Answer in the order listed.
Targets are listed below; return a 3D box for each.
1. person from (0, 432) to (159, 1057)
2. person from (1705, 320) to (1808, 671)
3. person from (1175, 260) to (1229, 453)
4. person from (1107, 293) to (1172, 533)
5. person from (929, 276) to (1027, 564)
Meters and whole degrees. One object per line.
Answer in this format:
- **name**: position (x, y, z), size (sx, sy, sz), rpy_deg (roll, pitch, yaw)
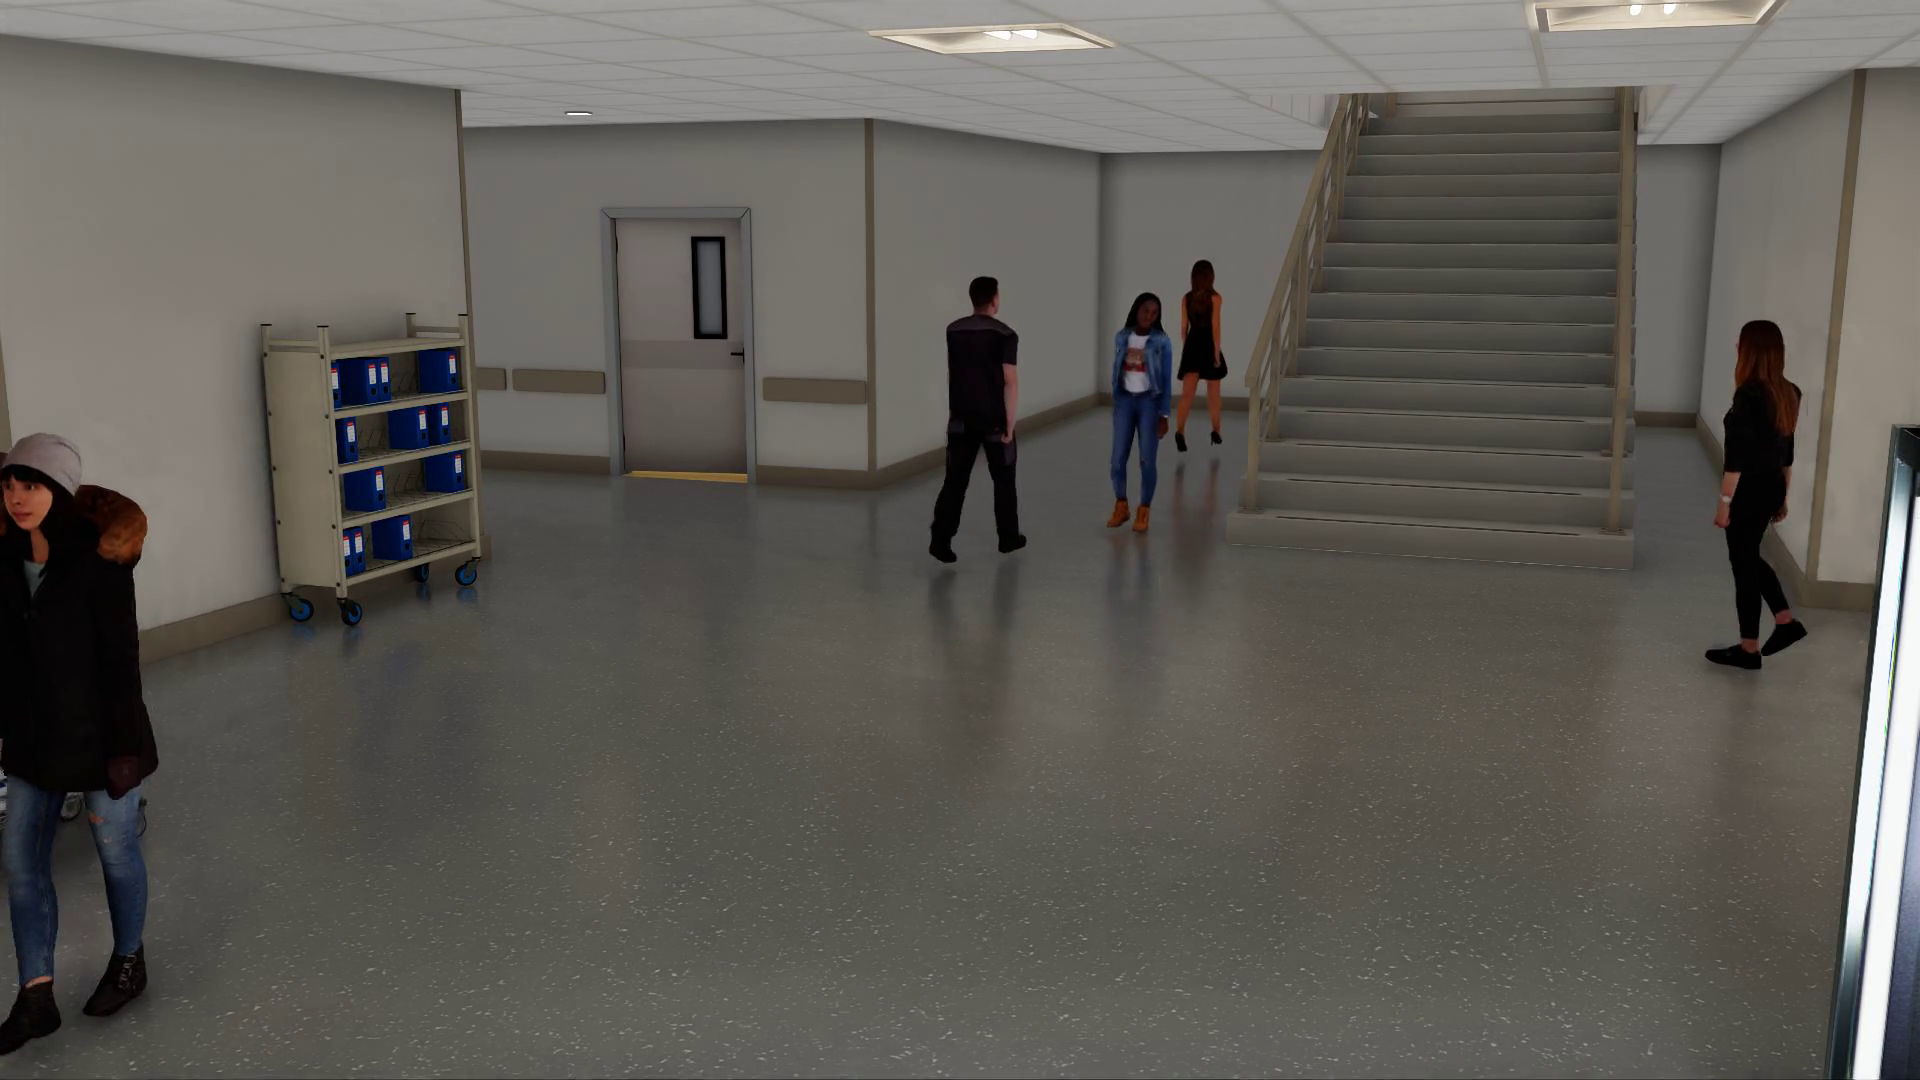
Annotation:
- **person**: position (-2.372, 0.511, 4.538), size (0.755, 1.620, 0.864), rpy_deg (1, 11, 4)
- **person**: position (3.943, -0.199, 8.053), size (0.772, 1.703, 0.837), rpy_deg (-7, 13, -34)
- **person**: position (2.195, -1.659, 15.540), size (0.751, 1.780, 1.202), rpy_deg (6, 12, 30)
- **person**: position (1.266, -0.882, 11.703), size (0.646, 1.684, 0.646), rpy_deg (8, 13, 36)
- **person**: position (0.077, -0.735, 10.591), size (0.781, 1.810, 1.212), rpy_deg (5, 12, 25)
